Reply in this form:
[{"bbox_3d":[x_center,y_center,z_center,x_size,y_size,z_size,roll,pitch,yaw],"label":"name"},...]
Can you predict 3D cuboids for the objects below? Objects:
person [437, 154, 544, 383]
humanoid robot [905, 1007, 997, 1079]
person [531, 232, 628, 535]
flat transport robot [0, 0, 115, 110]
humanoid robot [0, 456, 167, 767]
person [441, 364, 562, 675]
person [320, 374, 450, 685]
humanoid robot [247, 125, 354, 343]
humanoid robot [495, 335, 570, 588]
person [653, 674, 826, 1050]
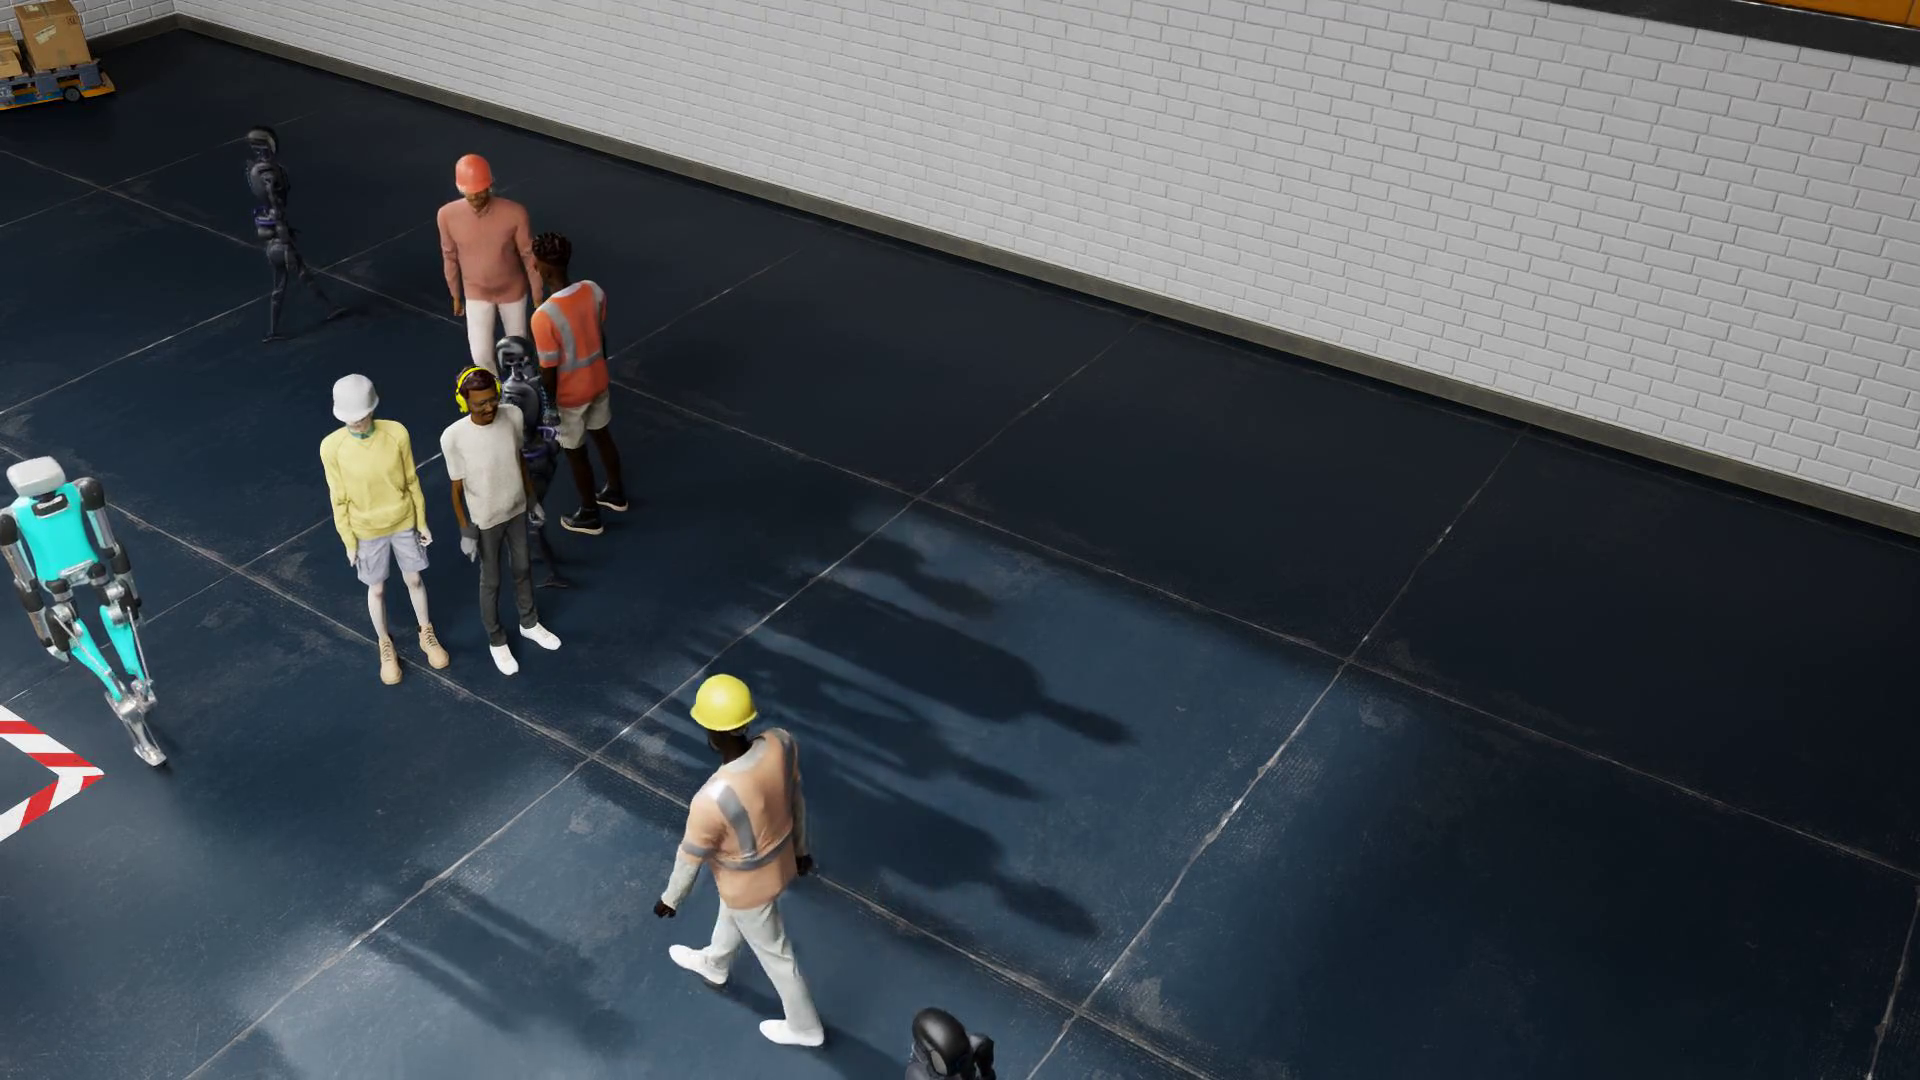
[{"bbox_3d":[-3.088,-1.604,11.068,0.641,1.966,0.758,-5,35,-8],"label":"person"},{"bbox_3d":[-0.005,2.227,5.875,0.676,1.637,0.601,27,43,33],"label":"humanoid robot"},{"bbox_3d":[-2.341,-0.949,10.153,0.382,1.957,0.610,15,38,21],"label":"person"},{"bbox_3d":[-9.363,-4.556,16.774,1.431,0.231,0.659,-21,40,-27],"label":"flat transport robot"},{"bbox_3d":[-4.299,0.437,8.350,0.978,1.742,0.538,27,43,33],"label":"humanoid robot"},{"bbox_3d":[-2.493,-0.126,9.049,0.320,1.870,0.516,28,44,34],"label":"person"},{"bbox_3d":[-3.103,-0.075,8.961,0.475,1.887,0.400,-18,39,-24],"label":"person"},{"bbox_3d":[-4.994,-2.277,12.314,0.738,1.624,0.590,-15,38,-20],"label":"humanoid robot"},{"bbox_3d":[-2.532,-0.432,9.651,0.394,1.655,0.583,4,35,5],"label":"humanoid robot"},{"bbox_3d":[-0.971,1.345,6.939,0.945,1.878,0.607,14,37,19],"label":"person"}]
